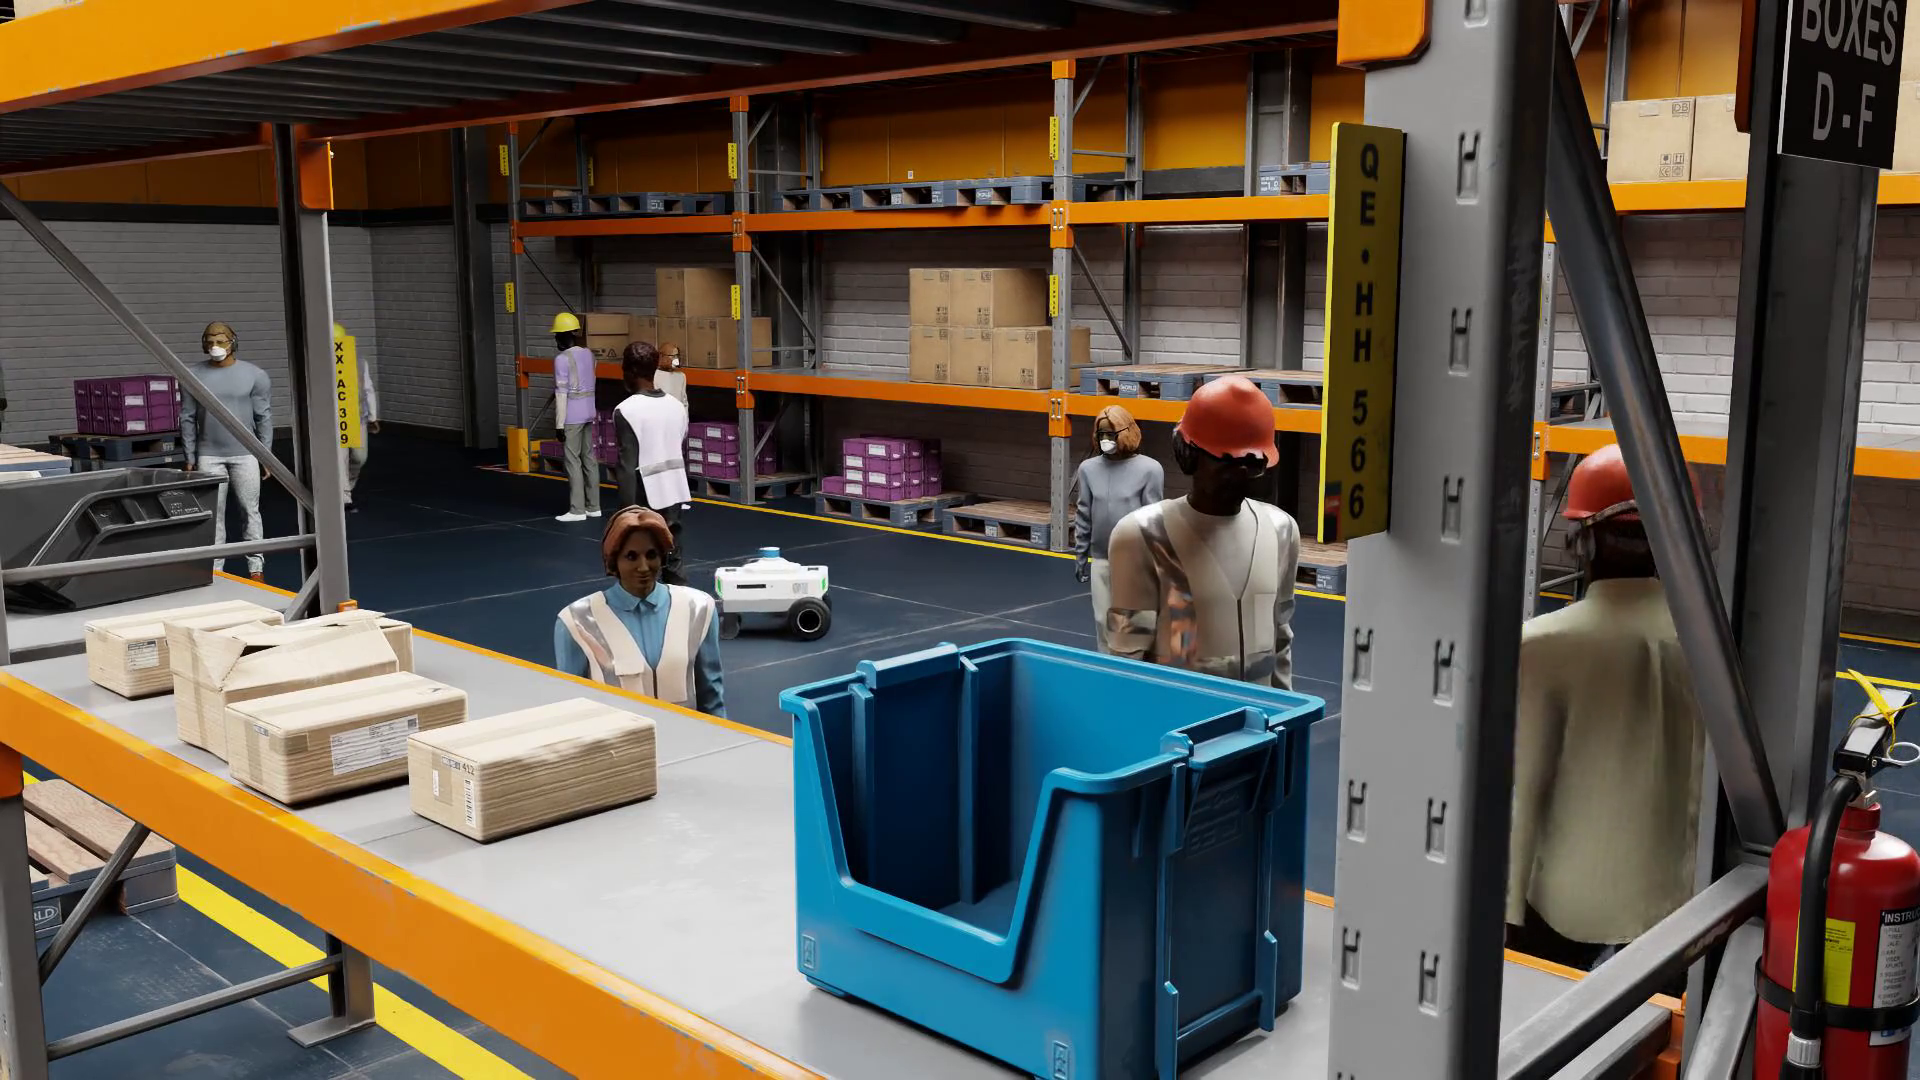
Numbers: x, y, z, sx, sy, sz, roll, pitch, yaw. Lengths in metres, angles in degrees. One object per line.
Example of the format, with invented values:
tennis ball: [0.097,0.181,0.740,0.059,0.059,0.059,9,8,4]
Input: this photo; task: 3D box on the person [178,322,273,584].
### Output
person: [-5.280,-0.599,11.999,0.630,1.939,0.372,-3,10,-15]

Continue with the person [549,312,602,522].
person: [-3.558,-1.126,15.305,0.398,1.919,0.592,3,10,20]

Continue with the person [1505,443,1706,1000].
person: [1.437,0.750,3.734,0.605,1.926,1.069,0,9,-1]

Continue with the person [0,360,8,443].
person: [-10.689,-1.625,18.275,0.547,1.942,0.351,4,10,21]

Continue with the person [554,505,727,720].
person: [-0.940,0.706,4.937,0.516,1.634,0.312,-5,10,-28]

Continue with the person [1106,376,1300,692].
person: [0.693,0.567,4.562,0.605,2.033,0.391,-5,10,-26]

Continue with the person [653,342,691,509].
person: [-2.778,-1.075,15.881,0.281,1.625,0.493,7,12,36]

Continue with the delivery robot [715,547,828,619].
delivery robot: [-1.188,0.289,10.500,0.707,0.478,0.477,-1,9,-4]

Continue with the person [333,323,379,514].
person: [-5.926,-1.180,15.962,0.602,1.808,0.797,-8,12,-41]

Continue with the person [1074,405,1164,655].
person: [0.812,0.113,8.599,0.503,1.622,0.299,6,11,31]

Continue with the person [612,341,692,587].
person: [-1.750,-0.176,9.524,0.412,1.907,0.594,4,10,25]
